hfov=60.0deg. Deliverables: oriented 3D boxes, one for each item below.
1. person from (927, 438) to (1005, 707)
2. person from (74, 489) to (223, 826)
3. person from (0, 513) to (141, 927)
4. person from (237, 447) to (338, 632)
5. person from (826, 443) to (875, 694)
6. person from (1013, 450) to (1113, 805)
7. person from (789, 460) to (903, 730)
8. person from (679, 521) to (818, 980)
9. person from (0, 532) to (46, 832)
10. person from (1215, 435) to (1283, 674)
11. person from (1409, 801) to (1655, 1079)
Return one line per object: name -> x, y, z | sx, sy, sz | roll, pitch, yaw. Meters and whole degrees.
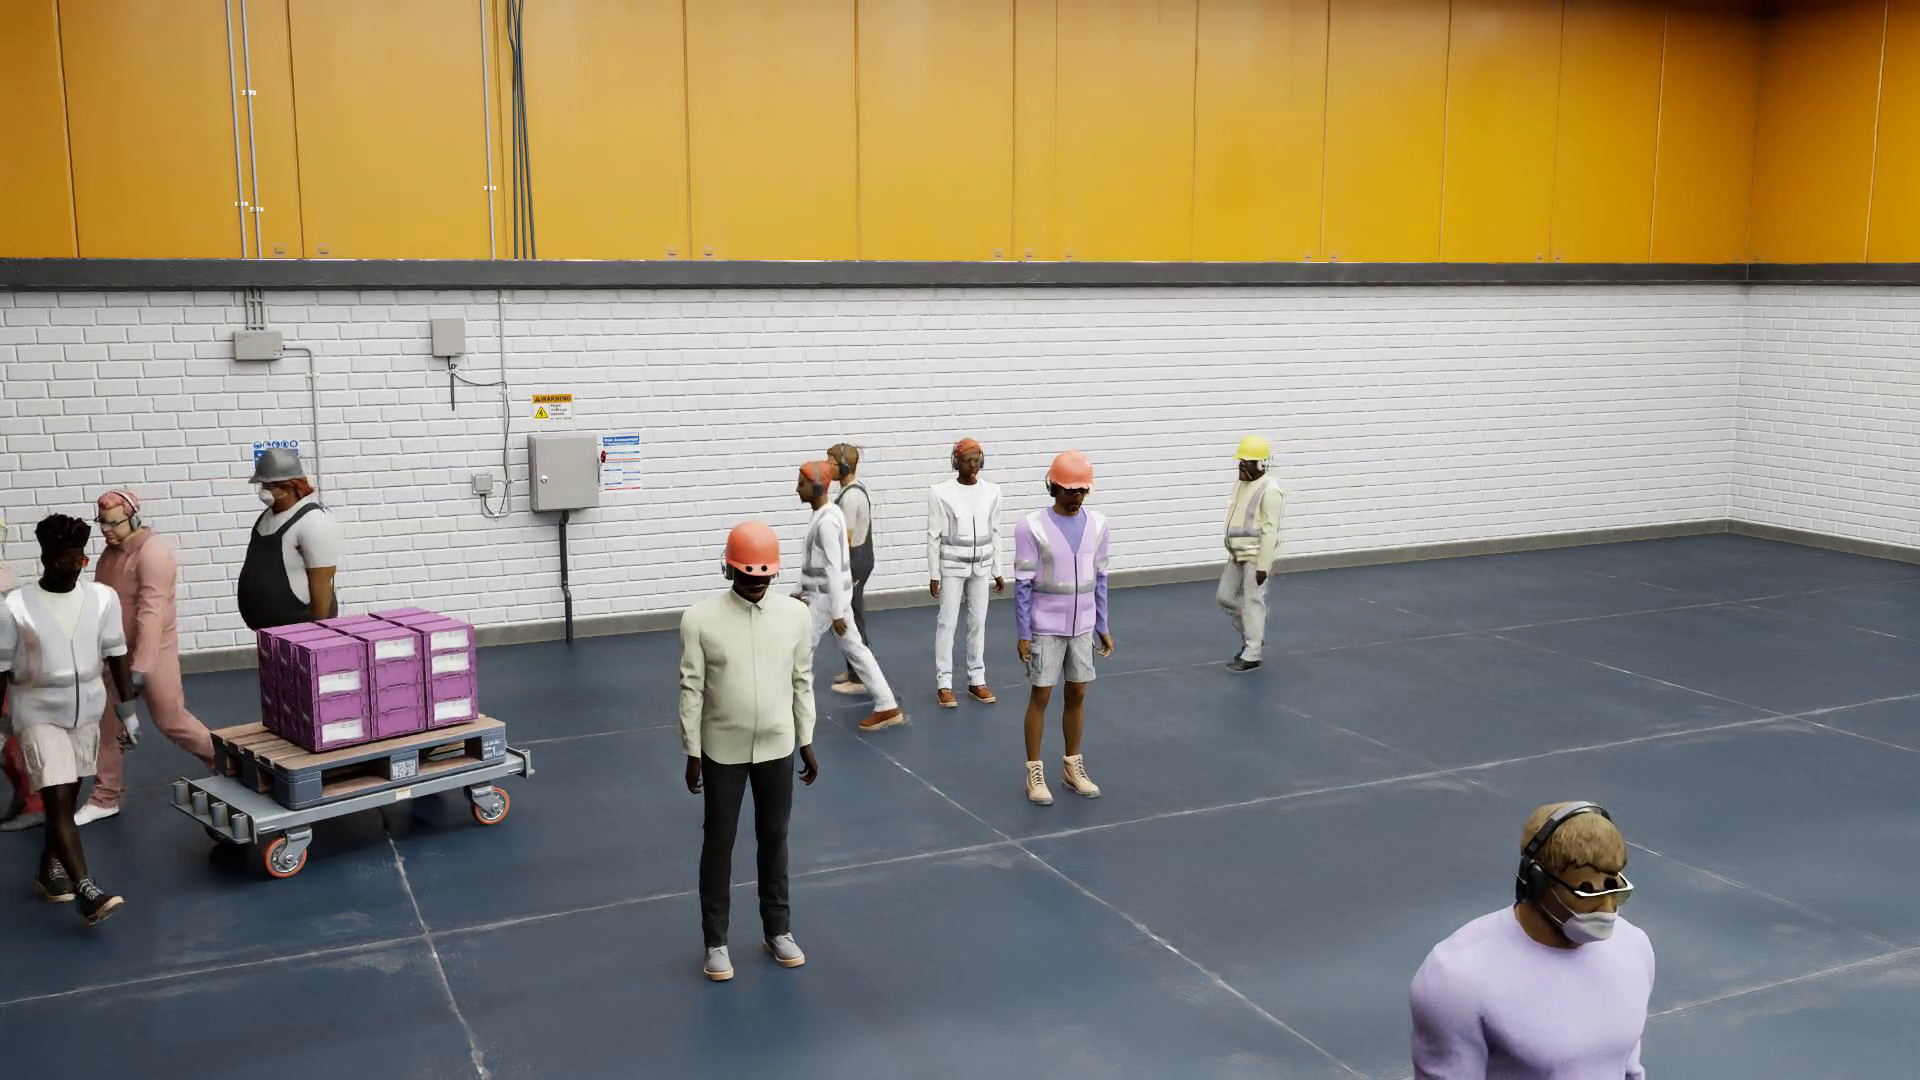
person -> 0.041, 0.225, 11.663 | 0.573, 1.882, 0.354 | -4, 10, -24
person -> -4.500, 0.625, 9.245 | 0.638, 1.863, 0.891 | 6, 11, 34
person -> -4.141, 0.834, 7.786 | 1.006, 1.907, 0.626 | 6, 11, 34
person -> -3.958, 0.412, 10.010 | 0.686, 2.000, 0.737 | 9, 13, 43
person -> -0.818, 0.216, 11.904 | 0.410, 1.831, 0.505 | -1, 9, -5
person -> 0.605, 0.495, 9.519 | 0.605, 2.034, 0.391 | -4, 10, -24
person -> -0.852, 0.383, 10.879 | 1.023, 1.836, 0.579 | 0, 9, 0
person -> -0.904, 0.894, 7.188 | 0.611, 1.986, 0.393 | -4, 10, -24
person -> -5.185, 0.729, 8.976 | 0.413, 1.735, 0.542 | -5, 11, -31
person -> 2.196, 0.111, 12.548 | 0.412, 1.819, 0.624 | -3, 10, -18
person -> 1.258, 1.492, 3.646 | 0.627, 1.935, 0.371 | -4, 10, -24
